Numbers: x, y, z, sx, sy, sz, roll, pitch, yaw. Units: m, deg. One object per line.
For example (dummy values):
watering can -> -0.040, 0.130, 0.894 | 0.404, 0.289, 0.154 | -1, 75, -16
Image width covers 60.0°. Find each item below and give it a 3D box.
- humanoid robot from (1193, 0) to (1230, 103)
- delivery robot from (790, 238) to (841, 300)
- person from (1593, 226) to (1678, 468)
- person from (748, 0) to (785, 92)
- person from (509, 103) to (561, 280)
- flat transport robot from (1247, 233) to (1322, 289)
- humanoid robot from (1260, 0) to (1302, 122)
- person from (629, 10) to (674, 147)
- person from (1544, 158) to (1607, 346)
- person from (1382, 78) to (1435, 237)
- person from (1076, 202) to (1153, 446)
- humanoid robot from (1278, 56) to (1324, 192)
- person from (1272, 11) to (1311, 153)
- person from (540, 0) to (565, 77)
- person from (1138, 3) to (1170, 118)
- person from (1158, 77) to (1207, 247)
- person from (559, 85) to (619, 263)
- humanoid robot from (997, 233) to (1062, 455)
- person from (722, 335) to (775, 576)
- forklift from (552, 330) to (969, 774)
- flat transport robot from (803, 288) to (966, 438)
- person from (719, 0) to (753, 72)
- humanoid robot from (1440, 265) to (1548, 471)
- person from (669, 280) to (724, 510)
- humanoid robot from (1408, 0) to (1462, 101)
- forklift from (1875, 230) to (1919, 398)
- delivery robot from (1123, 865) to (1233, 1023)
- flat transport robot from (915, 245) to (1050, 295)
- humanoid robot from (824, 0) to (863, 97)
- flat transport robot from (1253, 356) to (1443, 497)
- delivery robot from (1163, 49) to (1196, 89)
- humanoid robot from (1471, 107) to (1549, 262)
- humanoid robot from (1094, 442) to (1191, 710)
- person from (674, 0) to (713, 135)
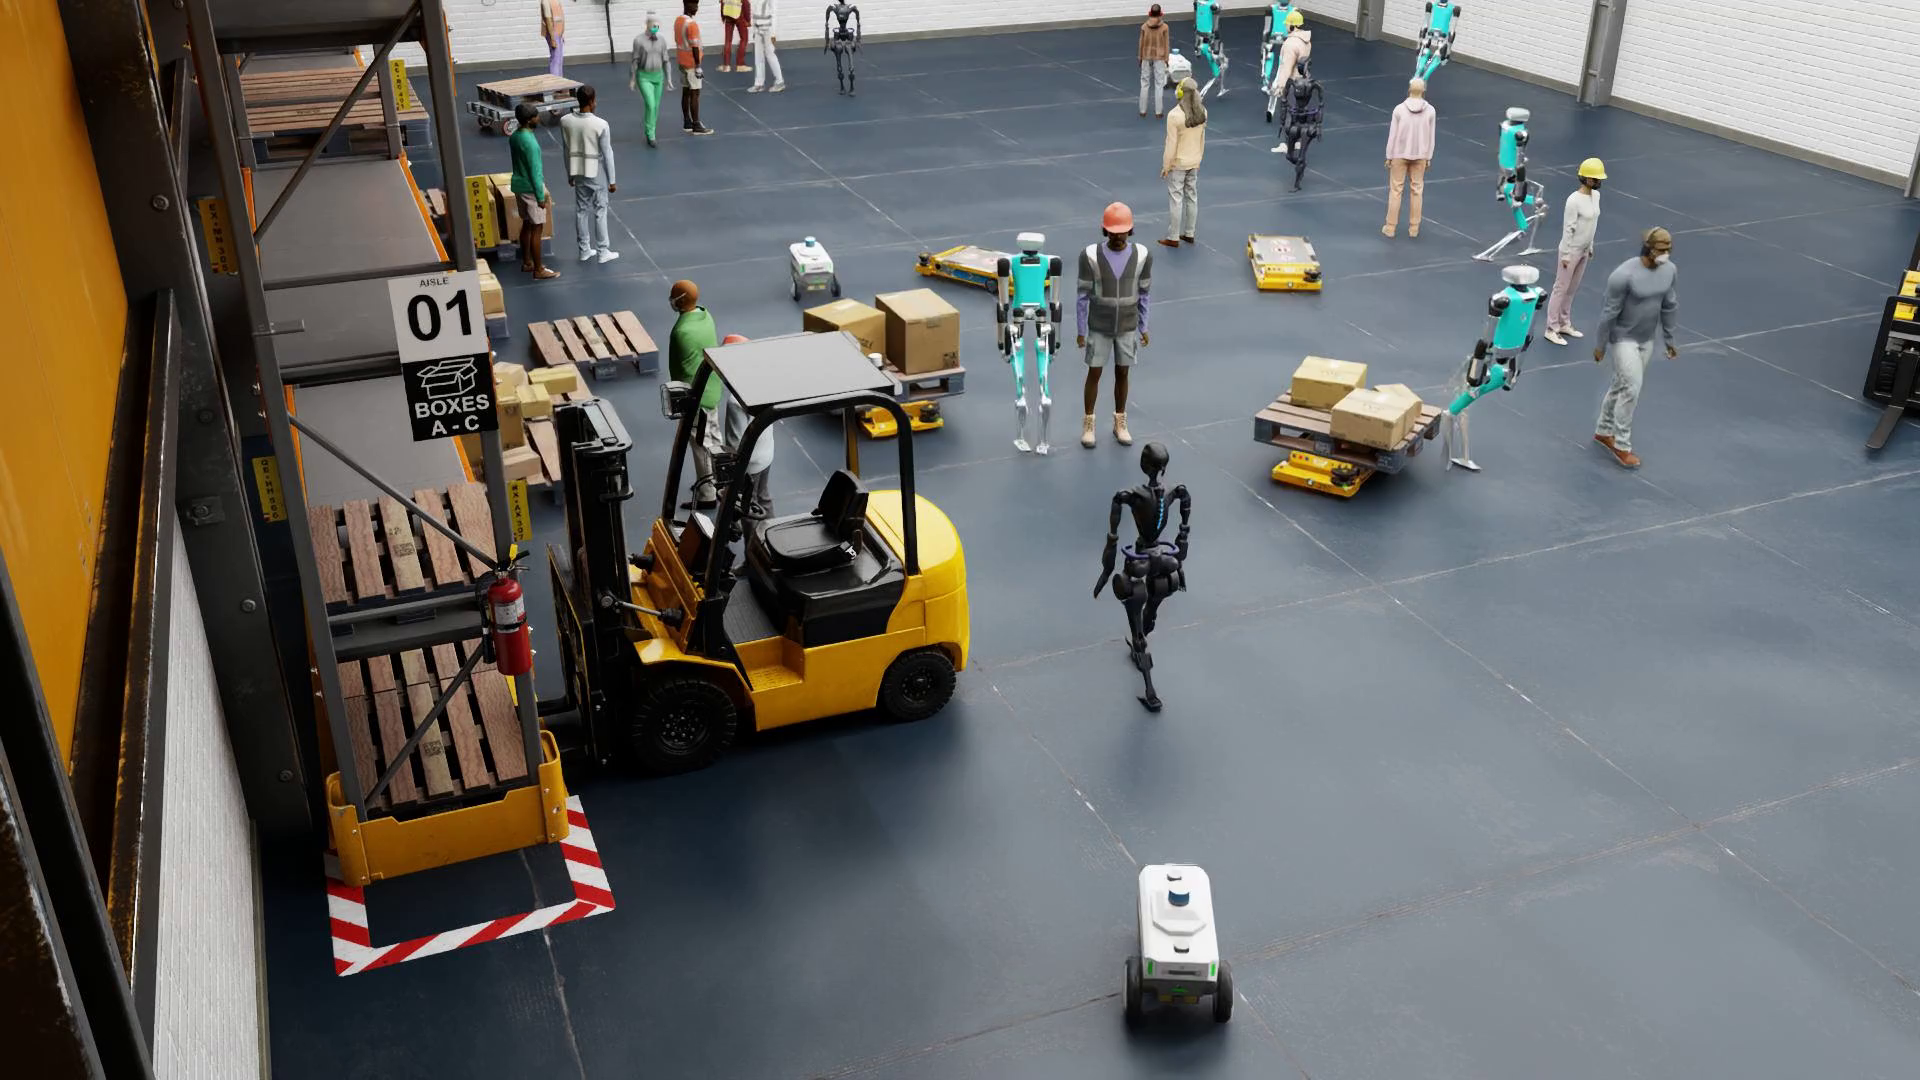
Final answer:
humanoid robot -> 3.950, -7.527, 25.390 | 1.023, 1.769, 0.533 | -16, 31, -29
delivery robot -> -1.544, -2.832, 17.319 | 0.499, 0.610, 0.814 | -7, 28, -13
person -> 5.435, -1.531, 13.196 | 0.643, 1.915, 0.745 | -13, 30, -25
person -> -3.065, -7.982, 26.086 | 0.561, 1.880, 0.585 | -22, 34, -36
person -> -4.550, -3.674, 17.556 | 0.390, 1.841, 0.489 | -19, 32, -33
flat transport robot -> 3.492, -3.010, 17.974 | 0.659, 0.231, 1.431 | 2, 27, 3
humanoid robot -> 4.609, -7.037, 24.397 | 0.552, 1.811, 0.928 | 10, 28, 19
person -> -4.212, -6.344, 22.867 | 0.559, 1.824, 0.700 | -20, 33, -34
person -> 5.858, -2.743, 15.777 | 0.521, 1.768, 0.309 | -24, 35, -38
person -> 5.111, -4.337, 18.928 | 0.536, 1.781, 0.400 | 1, 27, 2
person -> 1.245, -1.733, 13.463 | 0.609, 2.042, 0.393 | -3, 27, -5
humanoid robot -> 4.321, -5.233, 20.850 | 0.615, 1.639, 0.637 | 19, 32, 33
person -> 4.521, -6.206, 22.568 | 0.442, 1.858, 0.795 | 15, 30, 27
person -> -6.262, -7.771, 25.688 | 0.390, 1.846, 0.565 | 0, 27, 0
person -> 2.843, -7.043, 24.464 | 0.462, 1.648, 0.327 | 7, 28, 14
person -> 2.504, -4.212, 18.580 | 0.558, 1.877, 0.409 | -18, 32, -32
person -> -4.013, -3.955, 18.035 | 0.598, 1.909, 0.401 | 9, 28, 17
humanoid robot -> 0.573, -1.528, 13.385 | 0.532, 1.744, 0.827 | -1, 27, -2
person -> -1.477, -0.585, 11.513 | 0.352, 1.740, 0.571 | 7, 28, 14
forklift -> -1.094, 0.010, 9.831 | 2.313, 2.155, 1.214 | -10, 28, -20
flat transport robot -> -0.710, -1.260, 14.493 | 0.659, 0.231, 1.431 | -11, 29, -21
person -> -3.772, -8.647, 27.548 | 0.652, 1.749, 0.380 | 13, 30, 25
humanoid robot -> 4.080, -1.318, 13.055 | 0.550, 1.840, 0.768 | -14, 30, -26
person -> -1.972, -1.083, 12.457 | 0.387, 1.784, 0.538 | 4, 27, 8
humanoid robot -> 6.955, -7.193, 24.662 | 0.610, 1.782, 0.818 | 16, 31, 29
forklift -> 9.029, -2.397, 14.618 | 1.214, 2.155, 2.313 | 18, 32, 32
delivery robot -> 1.026, 1.910, 7.890 | 0.499, 0.614, 0.803 | 1, 27, 3
flat transport robot -> 0.279, -2.881, 17.717 | 1.431, 0.231, 0.659 | 20, 33, 34
humanoid robot -> -1.814, -7.750, 25.845 | 0.612, 1.636, 0.479 | 1, 27, 1
flat transport robot -> 3.117, -0.740, 13.460 | 0.659, 0.231, 1.431 | 17, 31, 30
delivery robot -> 3.456, -7.575, 26.729 | 0.499, 0.589, 0.792 | -5, 27, -10
humanoid robot -> 6.118, -3.779, 17.914 | 1.037, 1.739, 0.542 | -4, 27, -7
humanoid robot -> 1.111, 0.162, 10.151 | 0.602, 1.625, 0.795 | -10, 28, -18
person -> -3.795, -6.743, 23.521 | 0.396, 1.957, 0.606 | -16, 31, -28
